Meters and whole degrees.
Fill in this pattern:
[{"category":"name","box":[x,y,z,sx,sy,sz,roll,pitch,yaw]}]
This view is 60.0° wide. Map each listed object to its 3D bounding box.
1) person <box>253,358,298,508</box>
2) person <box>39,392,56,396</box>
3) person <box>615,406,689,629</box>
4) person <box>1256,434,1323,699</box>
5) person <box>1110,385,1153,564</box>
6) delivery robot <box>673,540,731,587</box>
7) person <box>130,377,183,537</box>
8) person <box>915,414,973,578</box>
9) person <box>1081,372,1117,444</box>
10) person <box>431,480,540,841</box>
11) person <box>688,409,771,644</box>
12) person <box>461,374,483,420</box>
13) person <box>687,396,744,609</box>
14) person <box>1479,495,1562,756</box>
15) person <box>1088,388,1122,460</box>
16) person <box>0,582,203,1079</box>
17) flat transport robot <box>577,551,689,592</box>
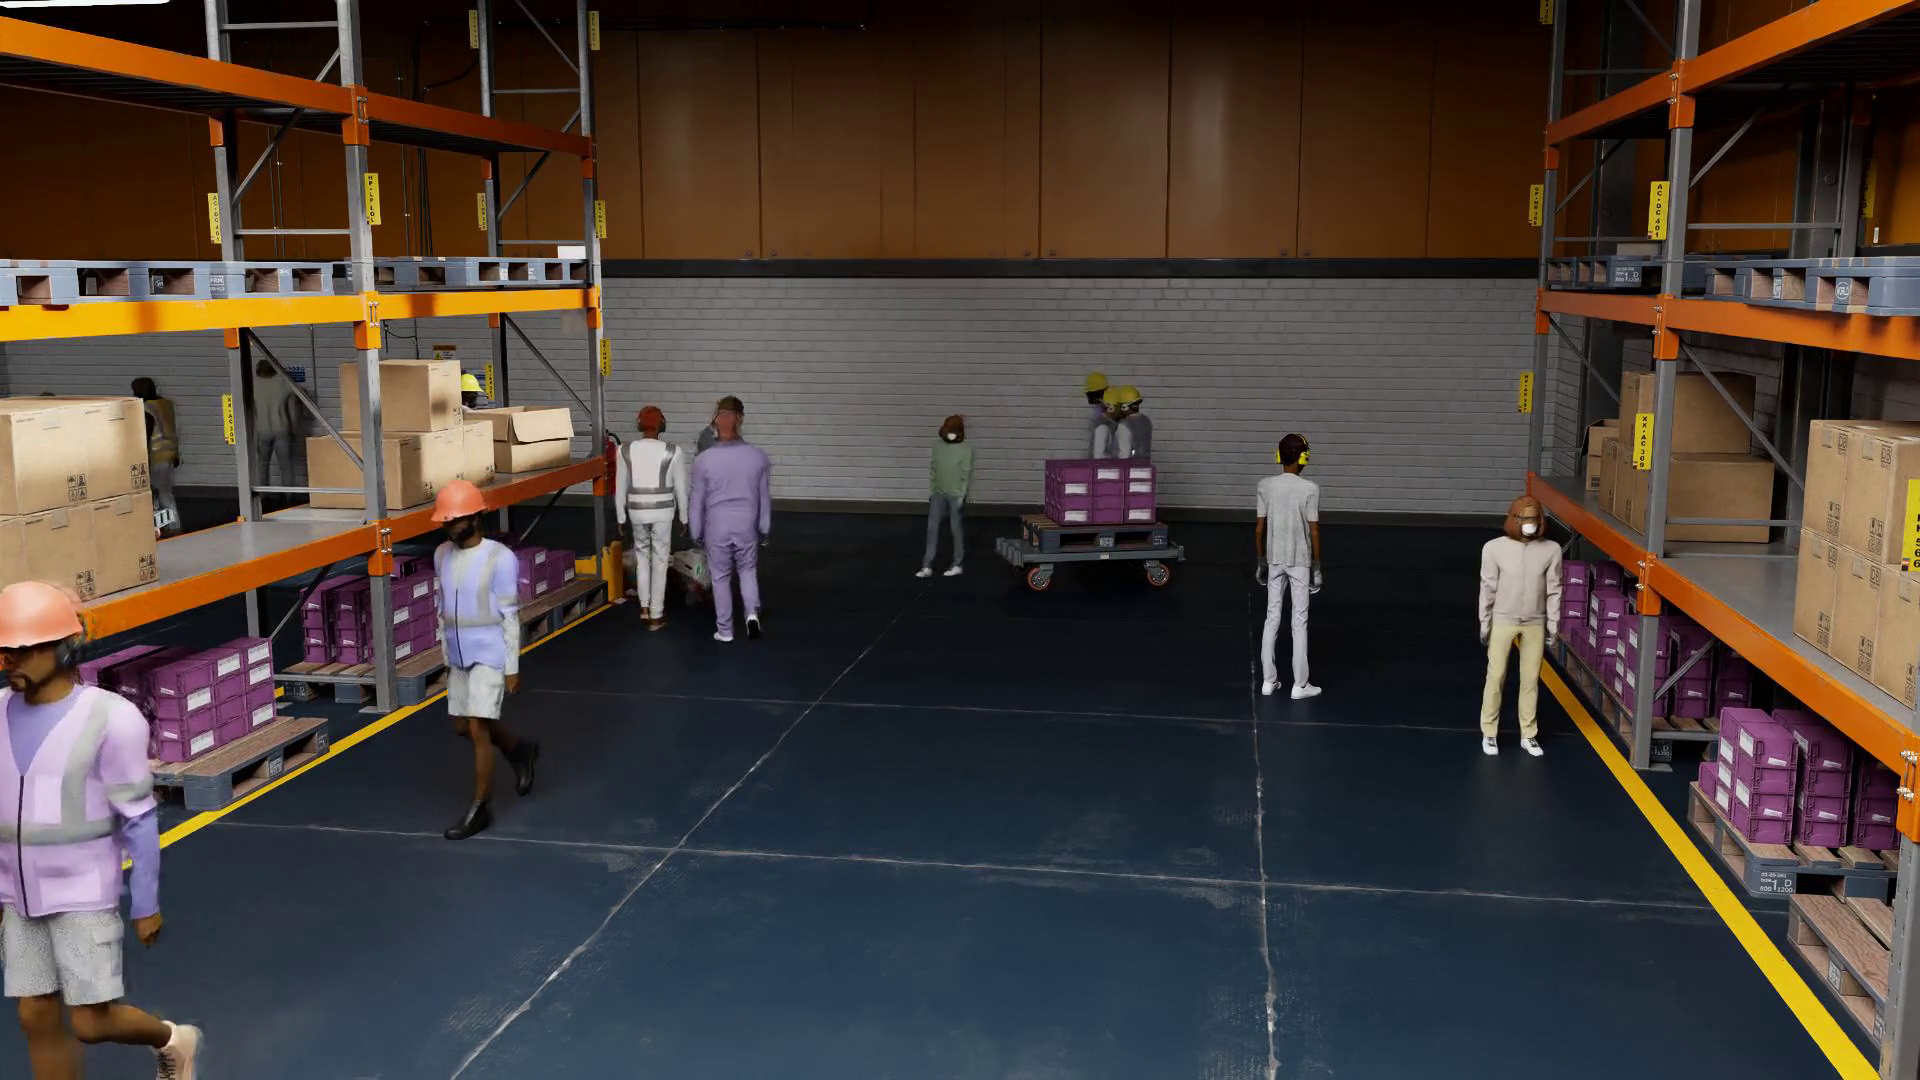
[{"category":"person","box":[-8.677,-1.347,20.999,0.641,1.917,0.867,-4,10,-24]},{"category":"person","box":[-7.571,-0.305,14.131,0.784,2.000,1.041,0,9,-3]},{"category":"person","box":[-2.561,-0.198,13.988,0.605,1.867,0.571,1,9,5]},{"category":"person","box":[2.317,0.182,11.672,0.510,1.865,0.329,7,11,35]},{"category":"person","box":[1.735,-0.663,16.984,0.404,1.827,0.600,6,11,33]},{"category":"delivery robot","box":[-2.335,0.242,15.037,0.477,0.478,0.707,-5,10,-27]},{"category":"person","box":[-9.018,-0.908,18.539,0.618,1.812,0.644,0,9,-1]},{"category":"person","box":[-0.145,-0.411,16.090,0.530,1.601,0.706,6,11,33]},{"category":"person","box":[1.560,-0.861,18.071,0.467,1.905,0.660,3,10,16]},{"category":"person","box":[-2.549,0.601,8.974,0.543,1.909,0.758,5,10,26]},{"category":"person","box":[-1.840,-0.095,13.265,0.674,1.894,0.444,-4,10,-24]},{"category":"person","box":[-5.111,-0.757,17.266,0.388,1.926,0.590,-8,12,-41]},{"category":"person","box":[-2.139,-0.300,14.503,0.573,1.912,0.696,-8,12,-42]},{"category":"person","box":[3.448,0.529,10.261,0.498,1.628,0.277,0,9,1]},{"category":"person","box":[1.584,-0.691,17.317,0.900,1.787,0.621,1,9,7]},{"category":"person","box":[-2.882,1.113,5.439,0.613,2.026,0.657,2,9,13]},{"category":"flat transport robot","box":[-2.980,0.285,15.934,1.431,0.197,0.652,7,11,36]}]
